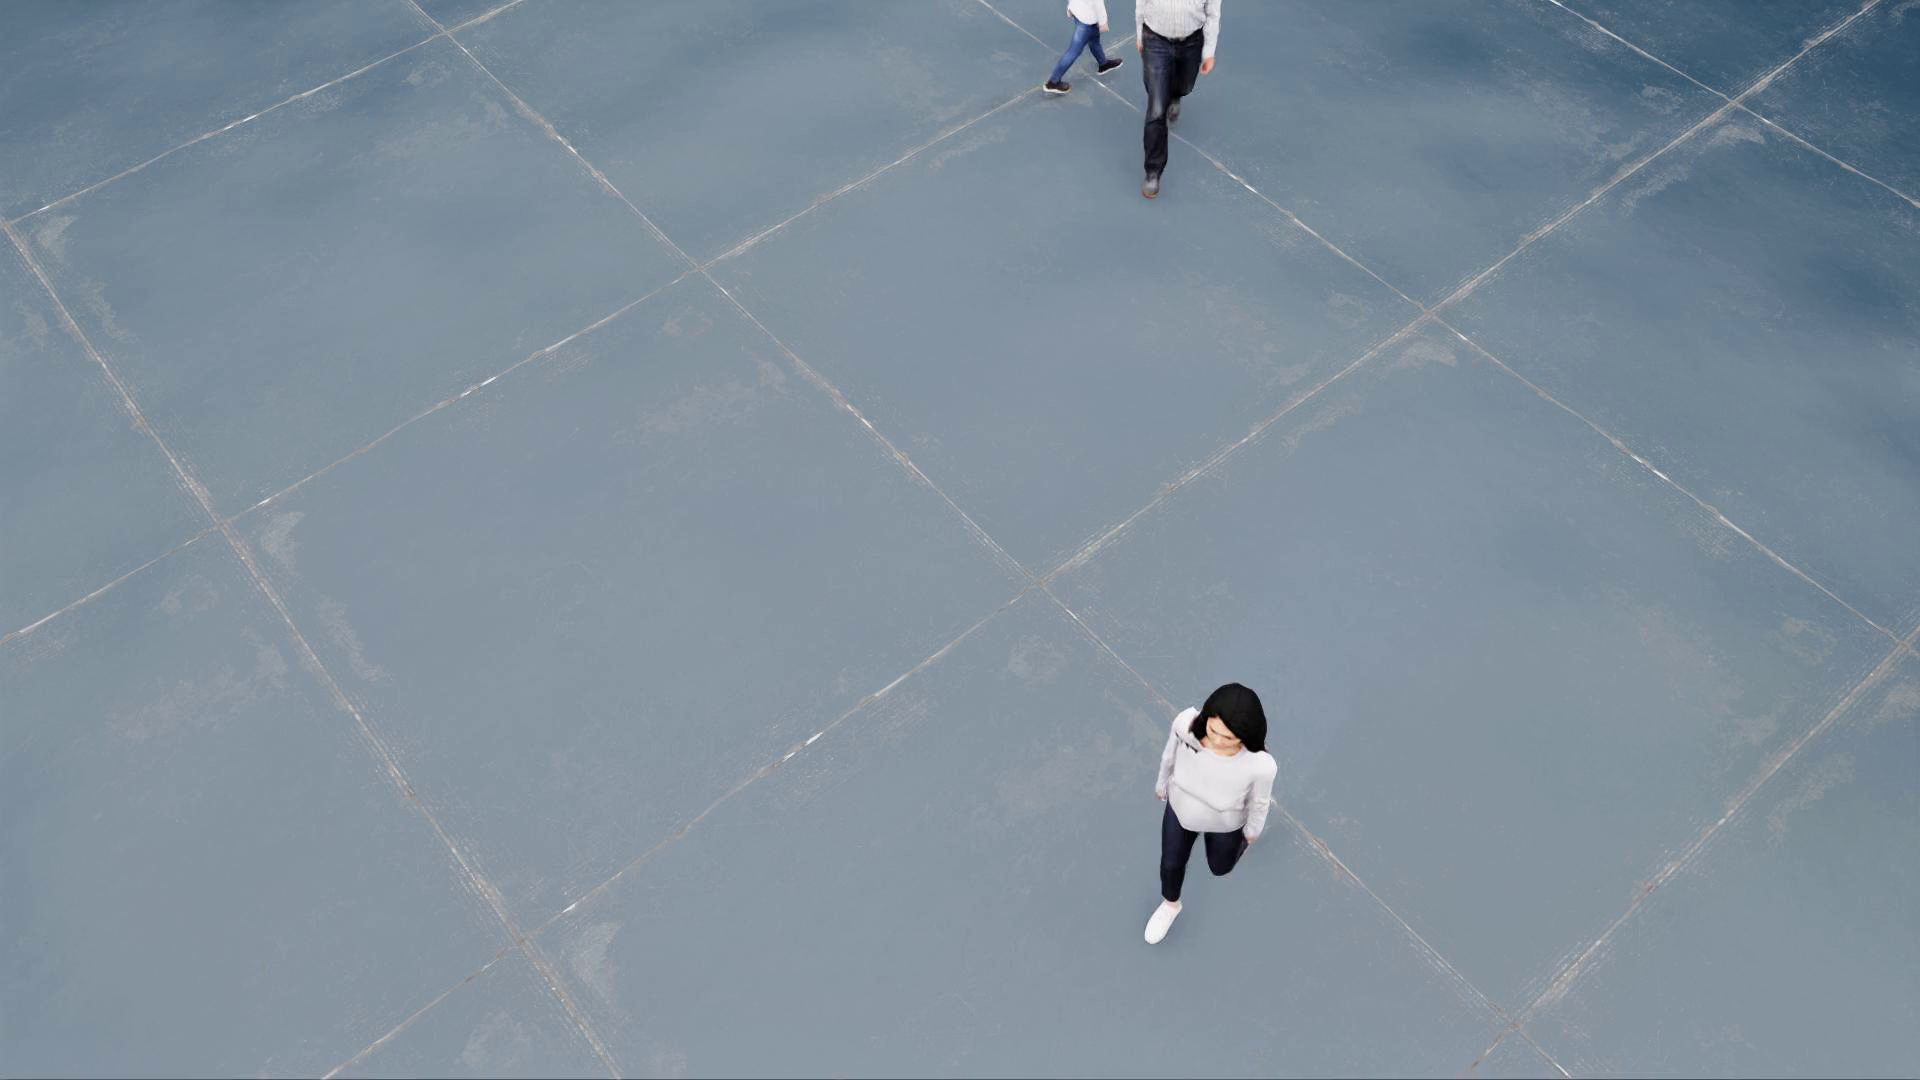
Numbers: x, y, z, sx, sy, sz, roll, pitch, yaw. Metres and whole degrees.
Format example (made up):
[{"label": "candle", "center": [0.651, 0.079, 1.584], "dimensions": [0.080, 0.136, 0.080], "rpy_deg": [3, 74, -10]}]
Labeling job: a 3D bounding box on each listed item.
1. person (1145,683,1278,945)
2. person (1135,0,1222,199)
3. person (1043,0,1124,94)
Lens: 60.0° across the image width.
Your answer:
[{"label": "person", "center": [1.047, 1.019, 6.690], "dimensions": [0.791, 1.680, 1.029], "rpy_deg": [28, 57, 20]}, {"label": "person", "center": [1.259, -2.967, 9.714], "dimensions": [1.169, 1.781, 1.260], "rpy_deg": [5, 52, 4]}, {"label": "person", "center": [0.733, -3.277, 10.398], "dimensions": [0.866, 1.079, 0.606], "rpy_deg": [-18, 54, -13]}]
